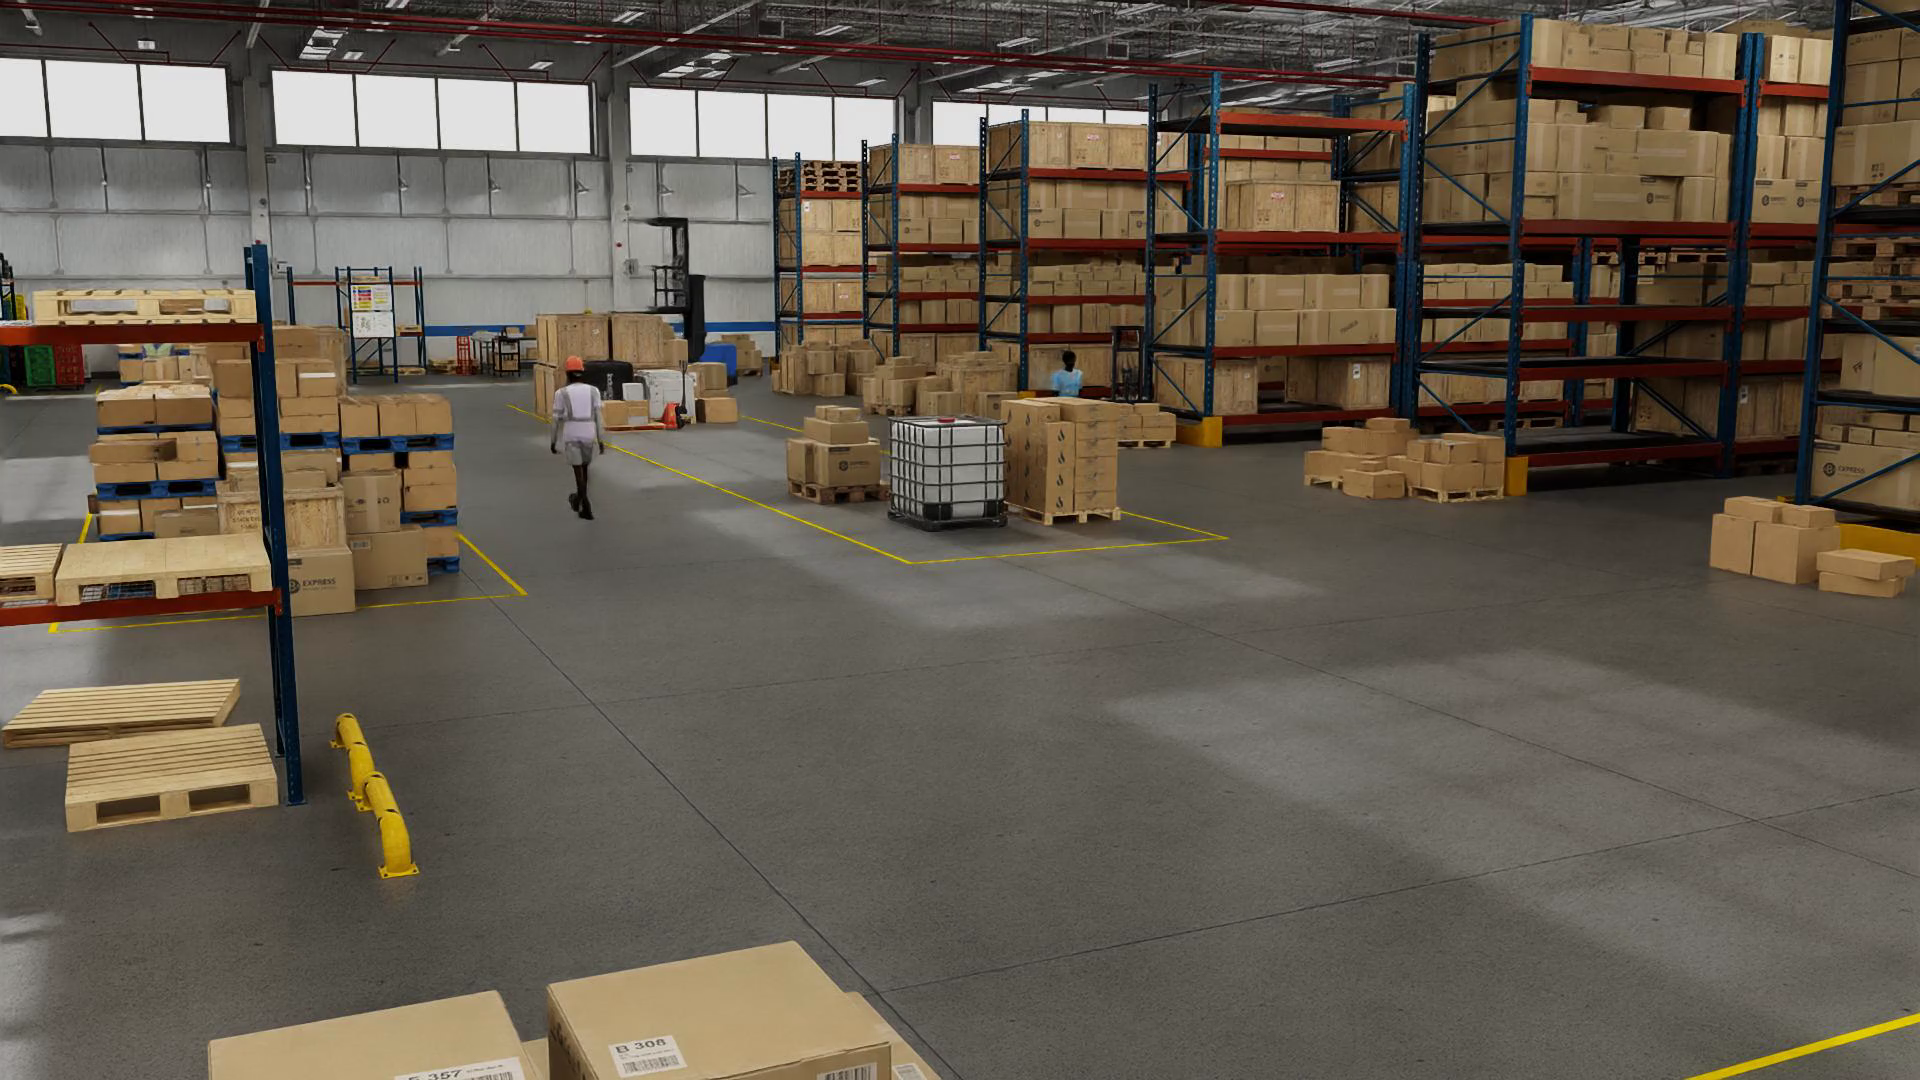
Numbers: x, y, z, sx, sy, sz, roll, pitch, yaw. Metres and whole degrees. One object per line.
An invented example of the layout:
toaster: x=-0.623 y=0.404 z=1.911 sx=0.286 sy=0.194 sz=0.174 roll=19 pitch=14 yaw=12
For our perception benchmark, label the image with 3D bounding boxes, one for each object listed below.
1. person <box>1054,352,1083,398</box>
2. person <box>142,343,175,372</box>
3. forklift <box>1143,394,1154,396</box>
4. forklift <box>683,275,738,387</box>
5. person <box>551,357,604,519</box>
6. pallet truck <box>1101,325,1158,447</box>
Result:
person: x=1.716 y=-2.076 z=25.728 sx=0.552 sy=1.655 sz=0.815 roll=-5 pitch=10 yaw=-26
person: x=-15.701 y=-3.304 z=32.628 sx=0.601 sy=1.904 sz=0.457 roll=-3 pitch=10 yaw=-16
forklift: x=4.383 y=-4.745 z=38.527 sx=1.129 sy=2.768 sz=1.873 roll=-4 pitch=10 yaw=-25
forklift: x=-6.596 y=-5.213 z=41.430 sx=1.873 sy=2.768 sz=1.129 roll=-4 pitch=10 yaw=-25
person: x=-4.563 y=-1.218 z=19.713 sx=0.573 sy=1.881 sz=0.994 roll=-5 pitch=11 yaw=-31
pallet truck: x=2.881 y=-2.596 z=27.923 sx=0.823 sy=1.965 sz=1.885 roll=-1 pitch=9 yaw=-7
